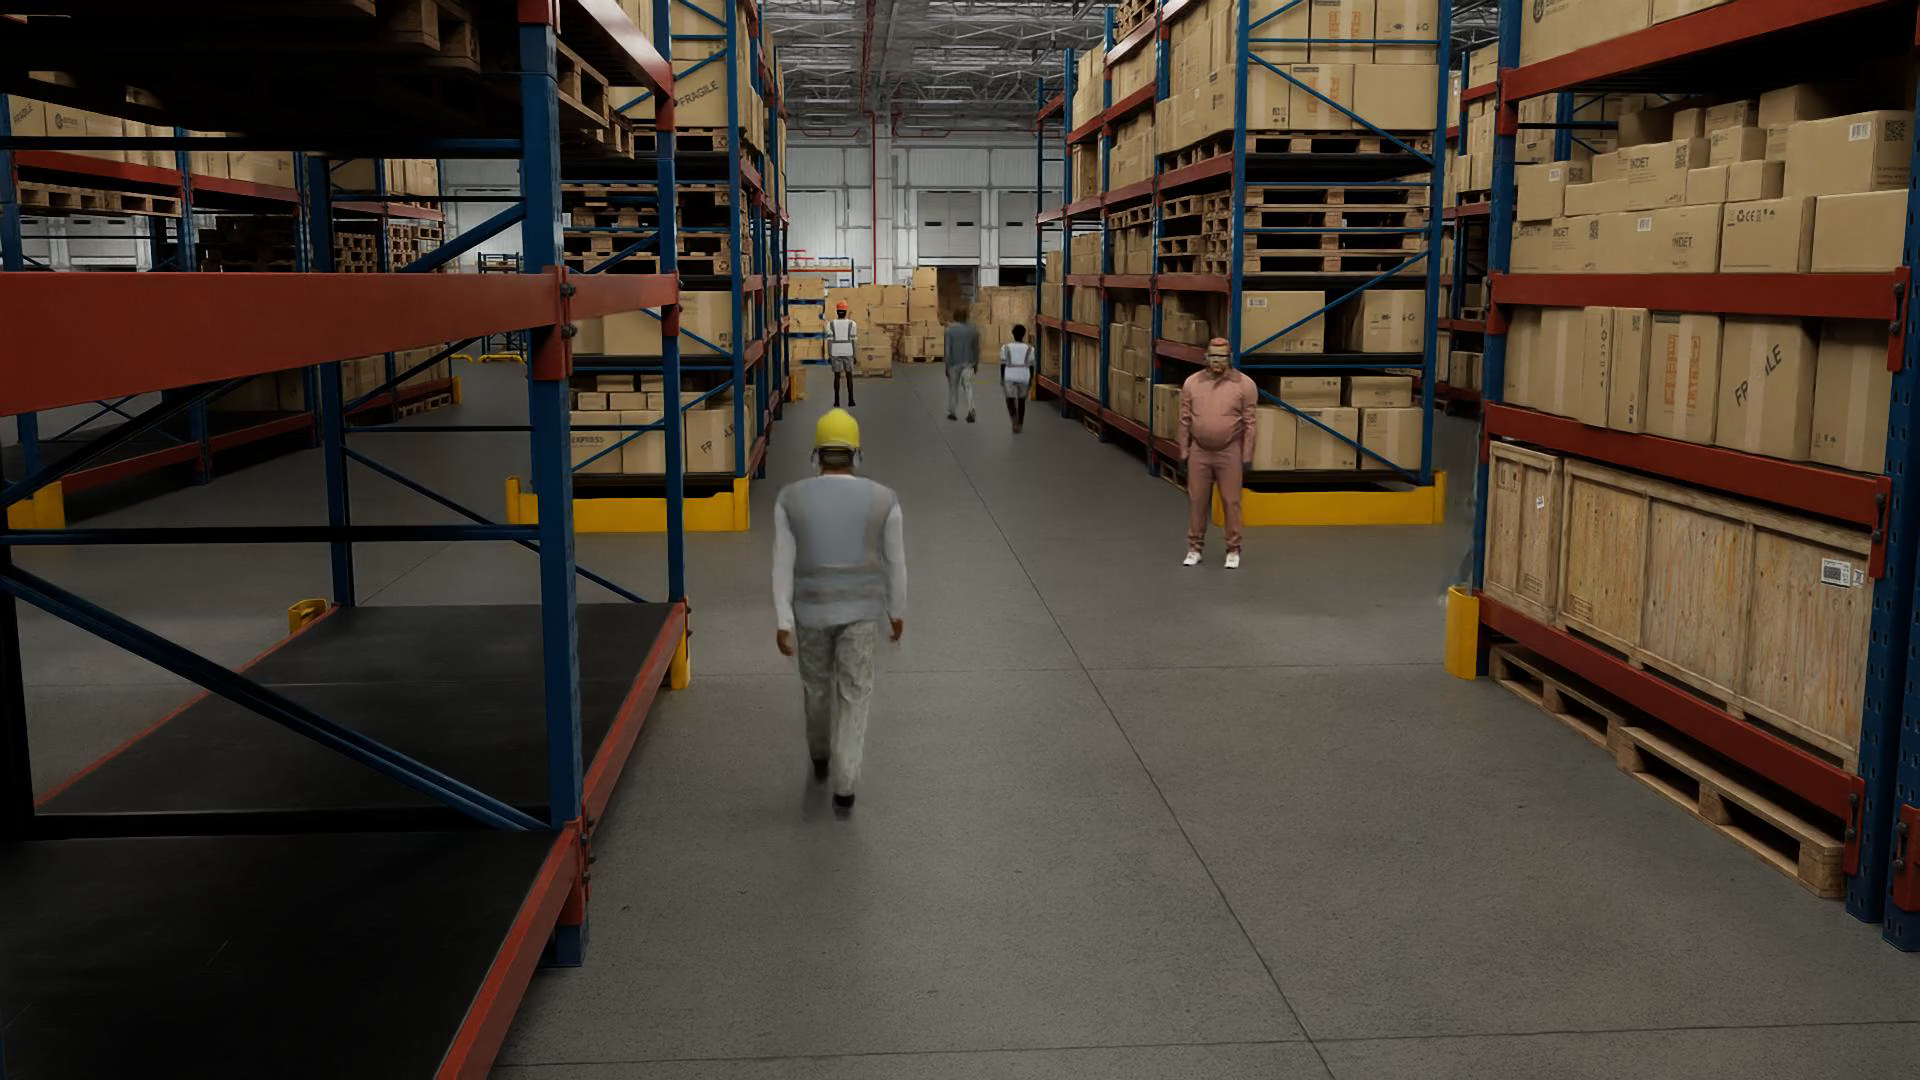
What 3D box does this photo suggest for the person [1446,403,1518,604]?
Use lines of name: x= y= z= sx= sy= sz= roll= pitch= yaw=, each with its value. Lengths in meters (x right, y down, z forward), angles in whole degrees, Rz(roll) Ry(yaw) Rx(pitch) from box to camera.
person: x=3.916 y=-0.267 z=11.869 sx=0.871 sy=1.575 sz=0.503 roll=1 pitch=9 yaw=7

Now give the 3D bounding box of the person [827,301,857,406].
person: x=-2.161 y=-3.413 z=30.510 sx=0.546 sy=1.939 sz=0.375 roll=0 pitch=9 yaw=0

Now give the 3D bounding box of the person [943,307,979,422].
person: x=0.038 y=-2.879 z=27.297 sx=0.645 sy=1.902 sz=0.991 roll=-3 pitch=10 yaw=-19

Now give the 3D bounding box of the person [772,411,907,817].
person: x=-0.549 y=0.302 z=7.652 sx=0.612 sy=1.782 sz=0.923 roll=-1 pitch=9 yaw=-5

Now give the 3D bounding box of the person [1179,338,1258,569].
person: x=2.104 y=-0.710 z=13.677 sx=0.645 sy=1.898 sz=0.397 roll=4 pitch=10 yaw=23

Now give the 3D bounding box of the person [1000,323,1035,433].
person: x=0.877 y=-2.440 z=25.200 sx=0.539 sy=1.678 sz=0.648 roll=-1 pitch=9 yaw=-5
